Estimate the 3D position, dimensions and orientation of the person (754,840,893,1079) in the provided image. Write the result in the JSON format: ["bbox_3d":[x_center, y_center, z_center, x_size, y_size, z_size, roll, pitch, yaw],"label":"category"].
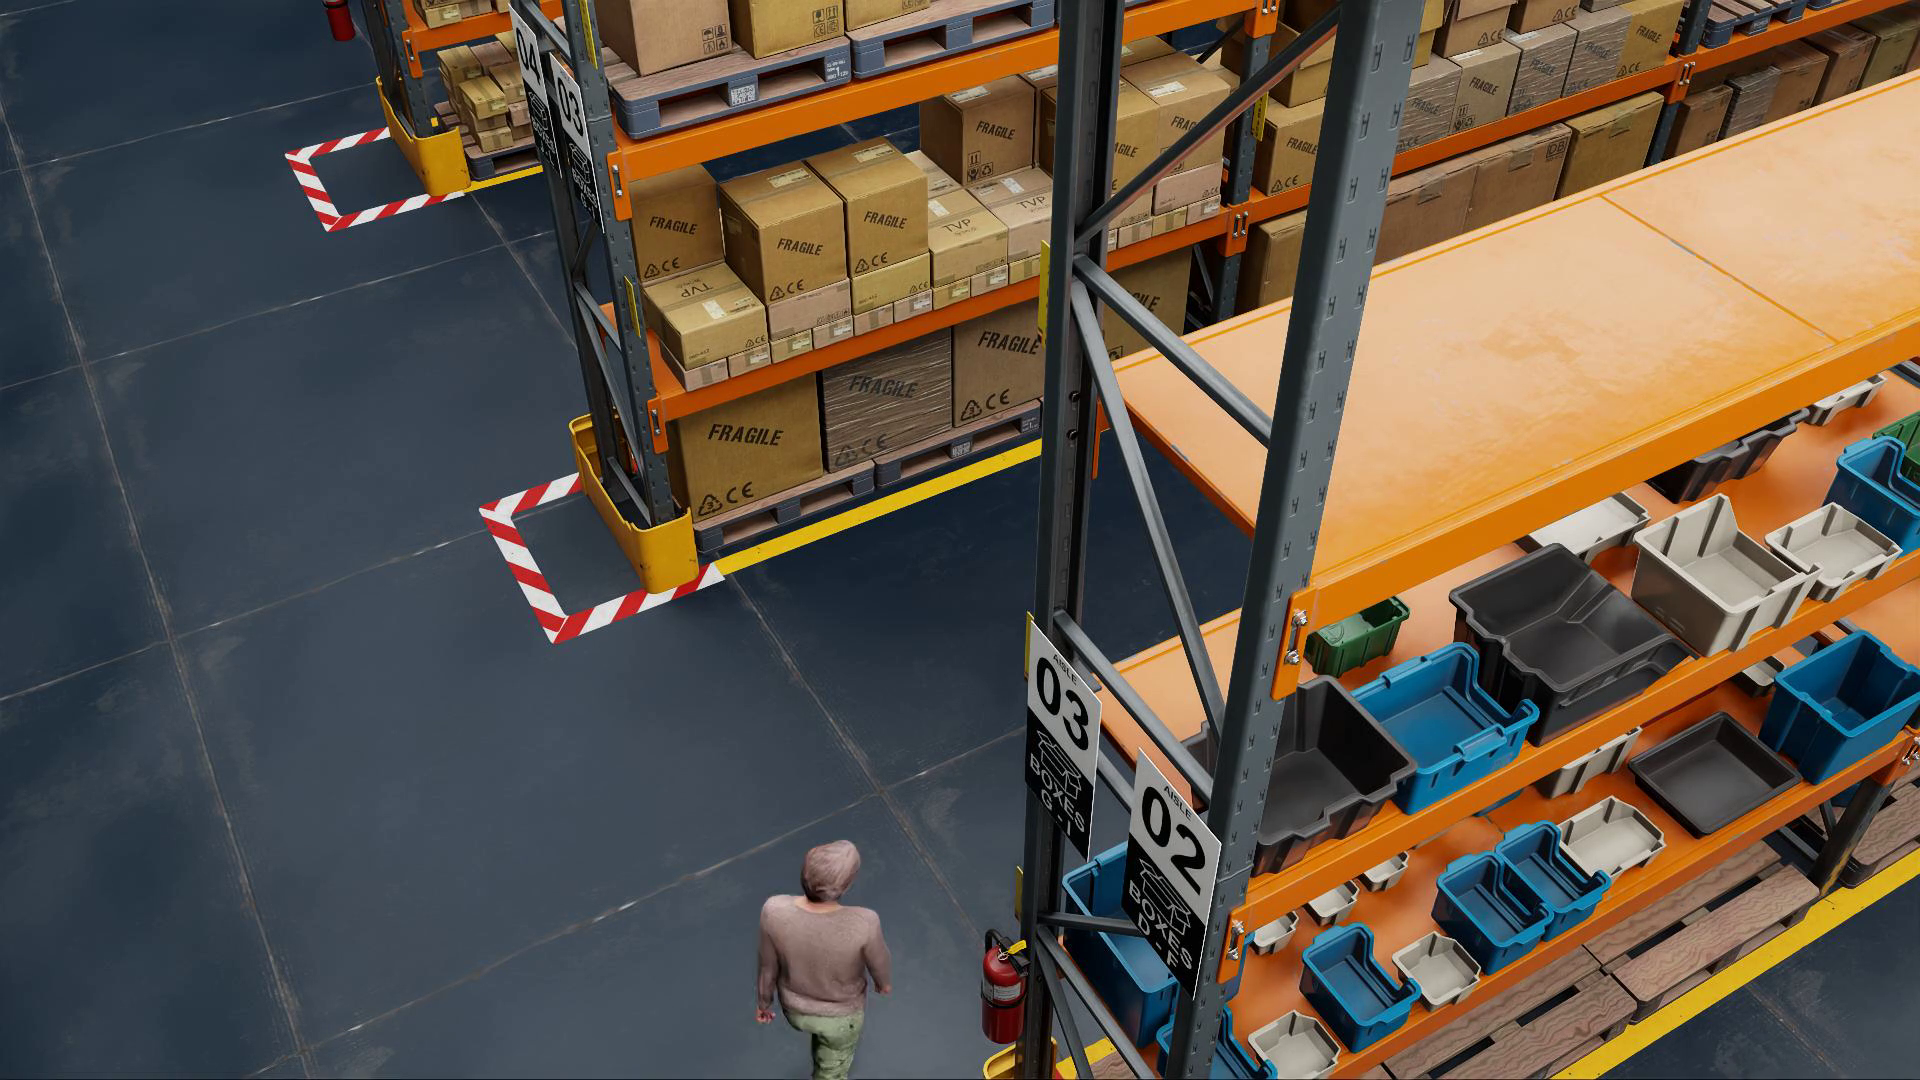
[{"bbox_3d":[-0.565,1.959,6.684,1.304,1.815,1.292,5,43,6],"label":"person"}]
